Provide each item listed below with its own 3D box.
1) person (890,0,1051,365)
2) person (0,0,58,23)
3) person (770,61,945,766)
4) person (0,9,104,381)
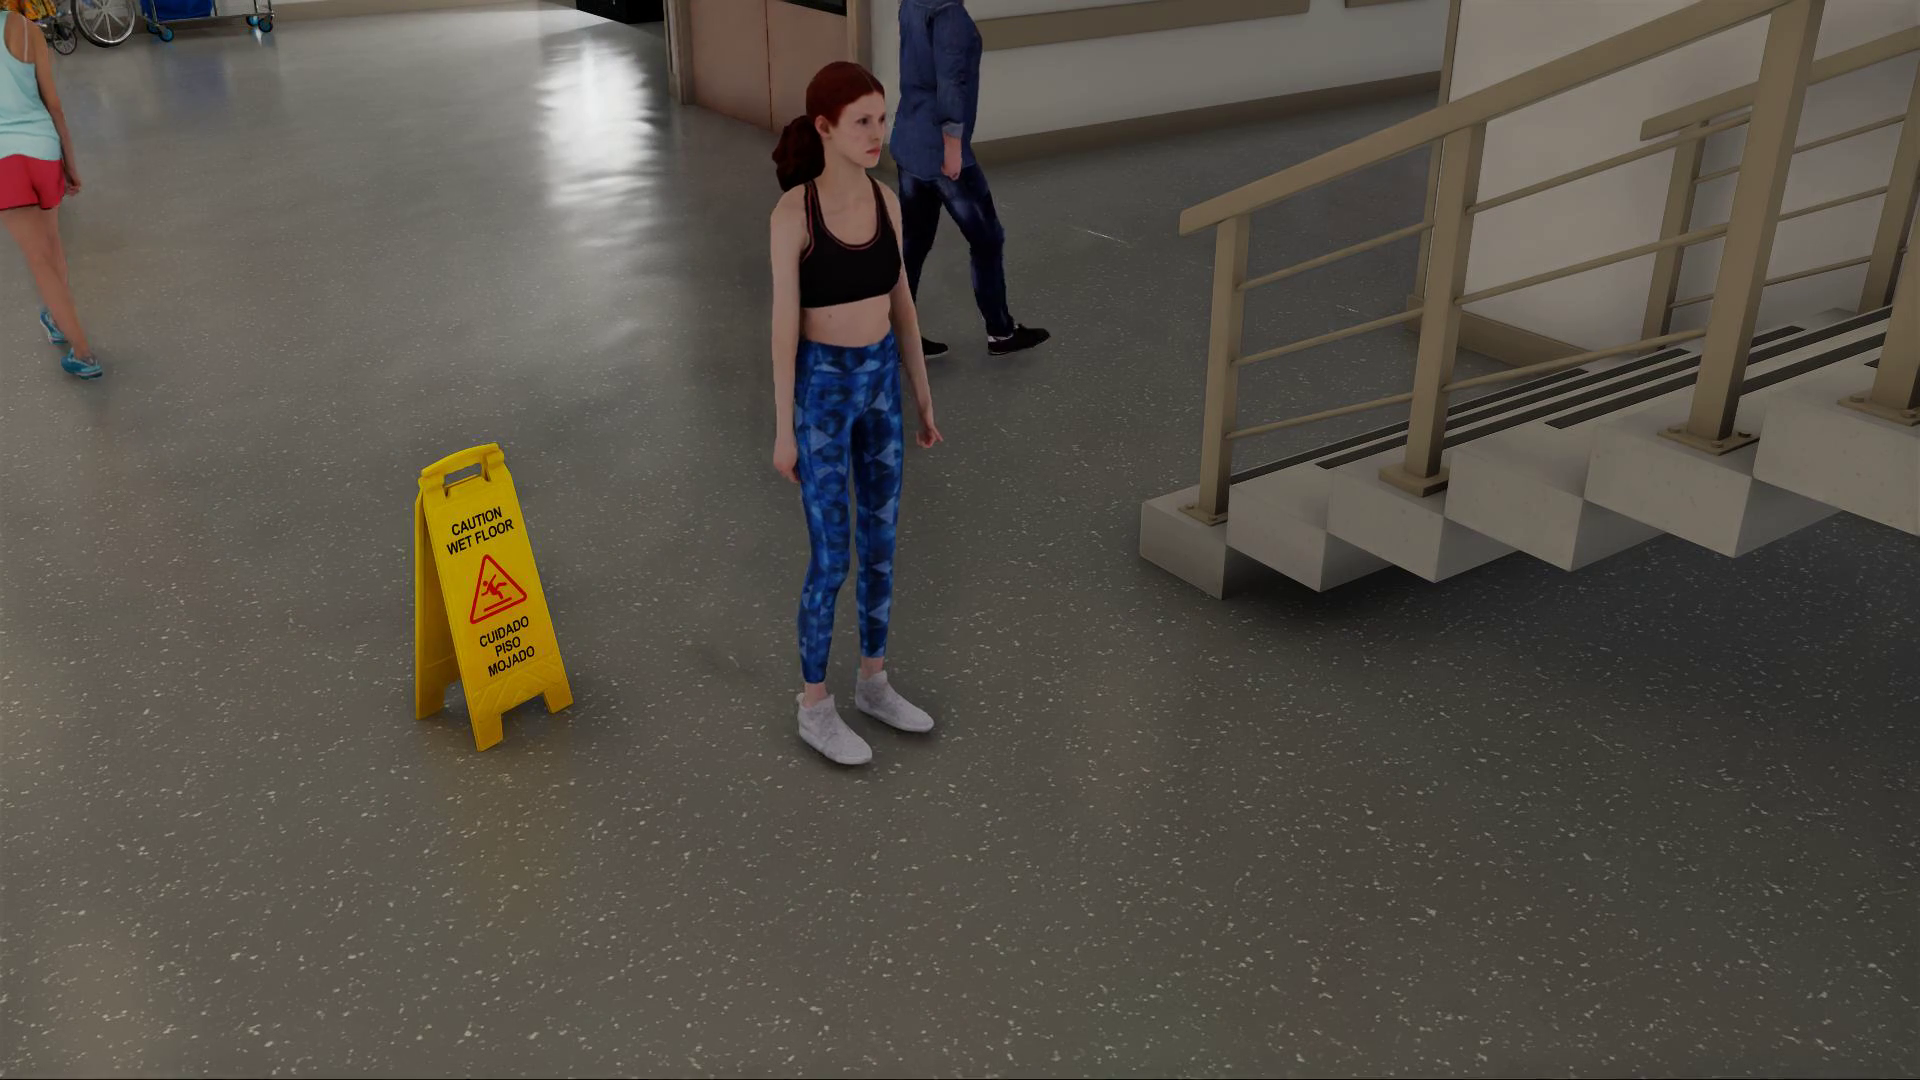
[{"bbox_3d":[-0.159,-1.572,6.867,0.888,1.800,0.928,-12,28,-24],"label":"person"},{"bbox_3d":[-6.274,-3.516,11.085,0.979,1.639,0.956,-2,26,-4],"label":"person"},{"bbox_3d":[-0.313,-0.319,4.289,0.651,1.784,0.697,-22,34,-38],"label":"person"},{"bbox_3d":[-3.800,-1.490,6.773,1.044,1.735,0.670,23,34,39],"label":"person"}]
